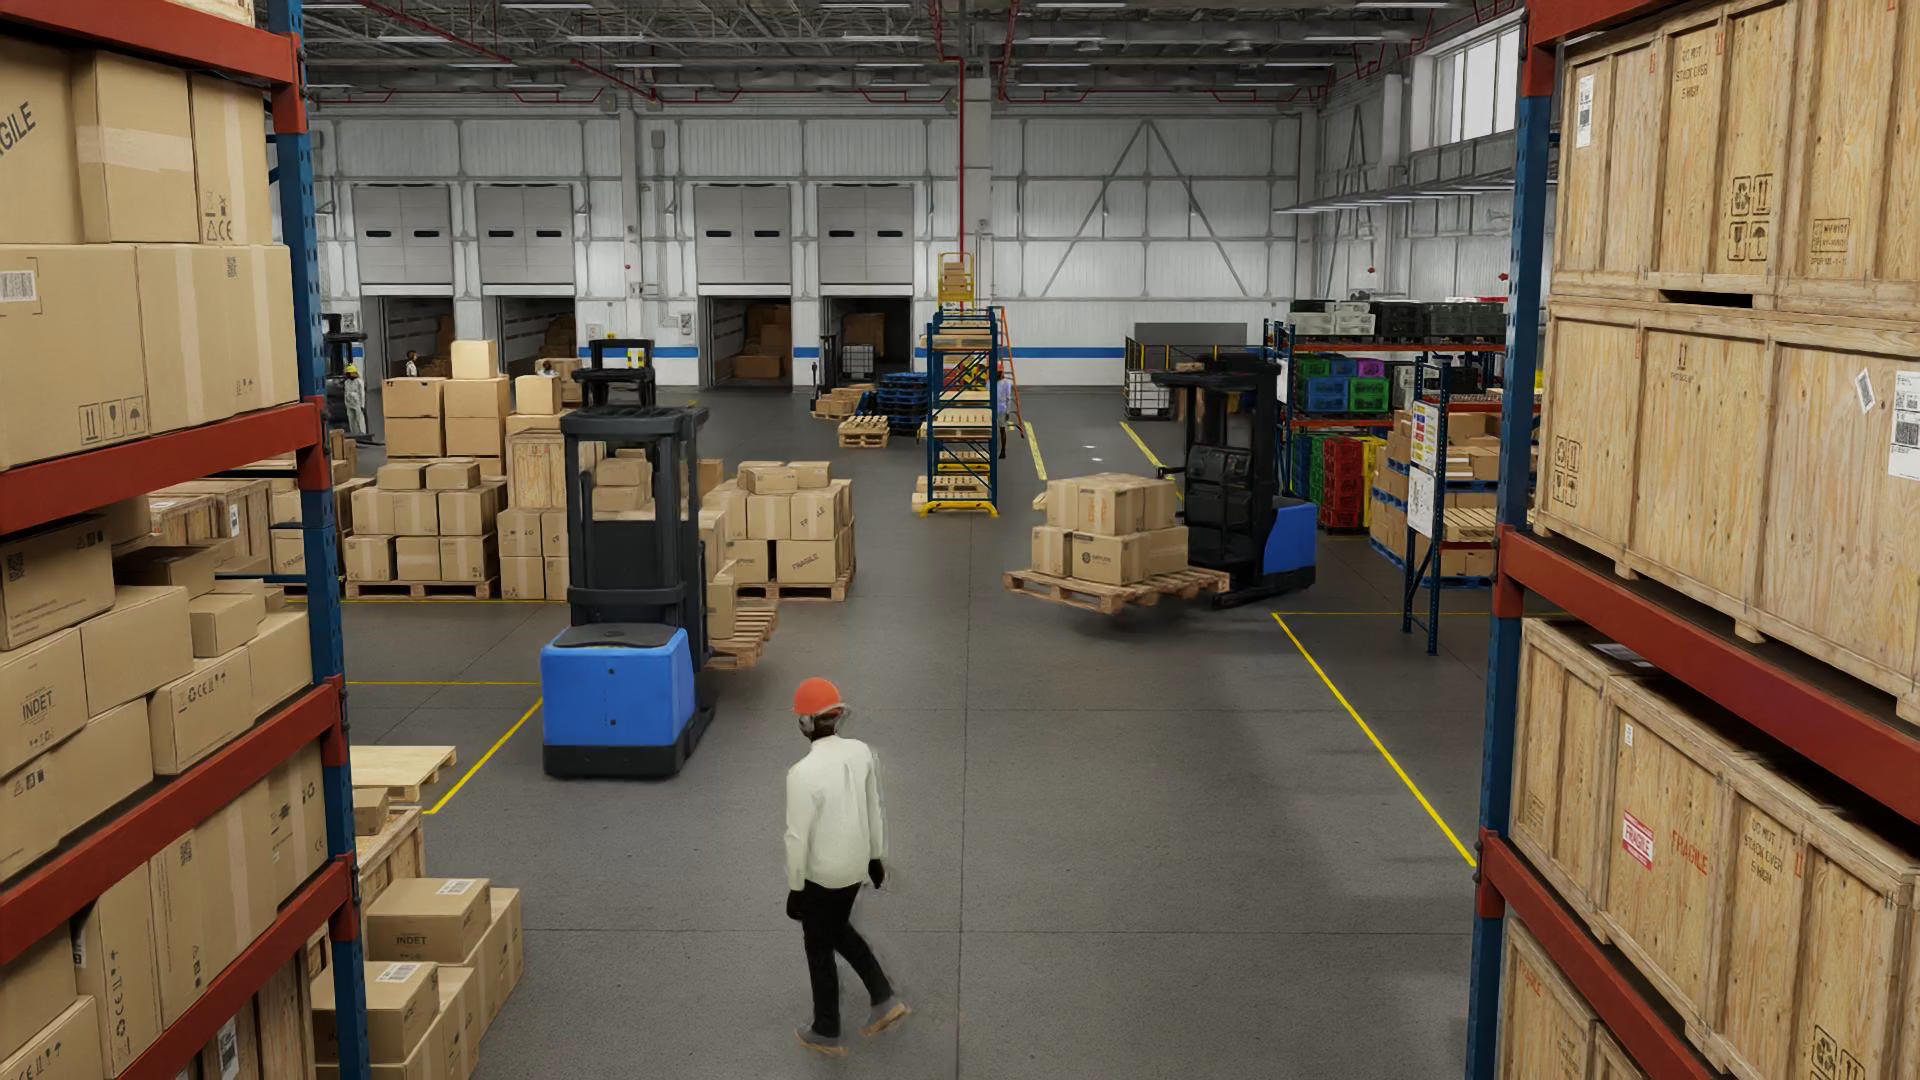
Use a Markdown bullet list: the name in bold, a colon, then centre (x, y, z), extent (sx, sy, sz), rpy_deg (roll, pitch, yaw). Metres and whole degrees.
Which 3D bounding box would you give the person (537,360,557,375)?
- **person**: centre (-9.695, -3.407, 39.002), extent (0.531, 1.607, 0.726), rpy_deg (1, 10, 3)

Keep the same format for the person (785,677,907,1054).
- **person**: centre (-0.648, 1.686, 8.577), extent (0.557, 1.972, 0.647), rpy_deg (7, 12, 34)

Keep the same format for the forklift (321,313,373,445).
- **forklift**: centre (-13.638, -3.434, 35.516), extent (1.873, 2.768, 1.129), rpy_deg (8, 13, 39)

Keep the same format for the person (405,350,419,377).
- **person**: centre (-12.870, -3.549, 39.163), extent (0.345, 1.847, 0.506), rpy_deg (-6, 12, -31)

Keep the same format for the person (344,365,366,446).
- **person**: centre (-12.947, -2.866, 35.515), extent (0.492, 1.742, 0.315), rpy_deg (3, 10, 18)

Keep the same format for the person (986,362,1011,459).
- **person**: centre (0.748, -2.598, 33.403), extent (0.542, 1.939, 0.362), rpy_deg (4, 11, 23)

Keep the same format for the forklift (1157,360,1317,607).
- **forklift**: centre (3.375, -0.756, 20.061), extent (1.873, 2.768, 1.129), rpy_deg (-8, 13, -40)

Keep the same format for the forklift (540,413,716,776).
- **forklift**: centre (-2.736, 0.356, 13.650), extent (1.129, 2.768, 1.873), rpy_deg (0, 10, 1)

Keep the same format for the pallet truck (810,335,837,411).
- **pallet truck**: centre (-3.021, -4.312, 43.126), extent (1.885, 1.965, 0.823), rpy_deg (3, 10, 17)

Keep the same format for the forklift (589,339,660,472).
- **forklift**: centre (-5.074, -1.646, 25.196), extent (1.129, 2.768, 1.873), rpy_deg (0, 10, 1)
